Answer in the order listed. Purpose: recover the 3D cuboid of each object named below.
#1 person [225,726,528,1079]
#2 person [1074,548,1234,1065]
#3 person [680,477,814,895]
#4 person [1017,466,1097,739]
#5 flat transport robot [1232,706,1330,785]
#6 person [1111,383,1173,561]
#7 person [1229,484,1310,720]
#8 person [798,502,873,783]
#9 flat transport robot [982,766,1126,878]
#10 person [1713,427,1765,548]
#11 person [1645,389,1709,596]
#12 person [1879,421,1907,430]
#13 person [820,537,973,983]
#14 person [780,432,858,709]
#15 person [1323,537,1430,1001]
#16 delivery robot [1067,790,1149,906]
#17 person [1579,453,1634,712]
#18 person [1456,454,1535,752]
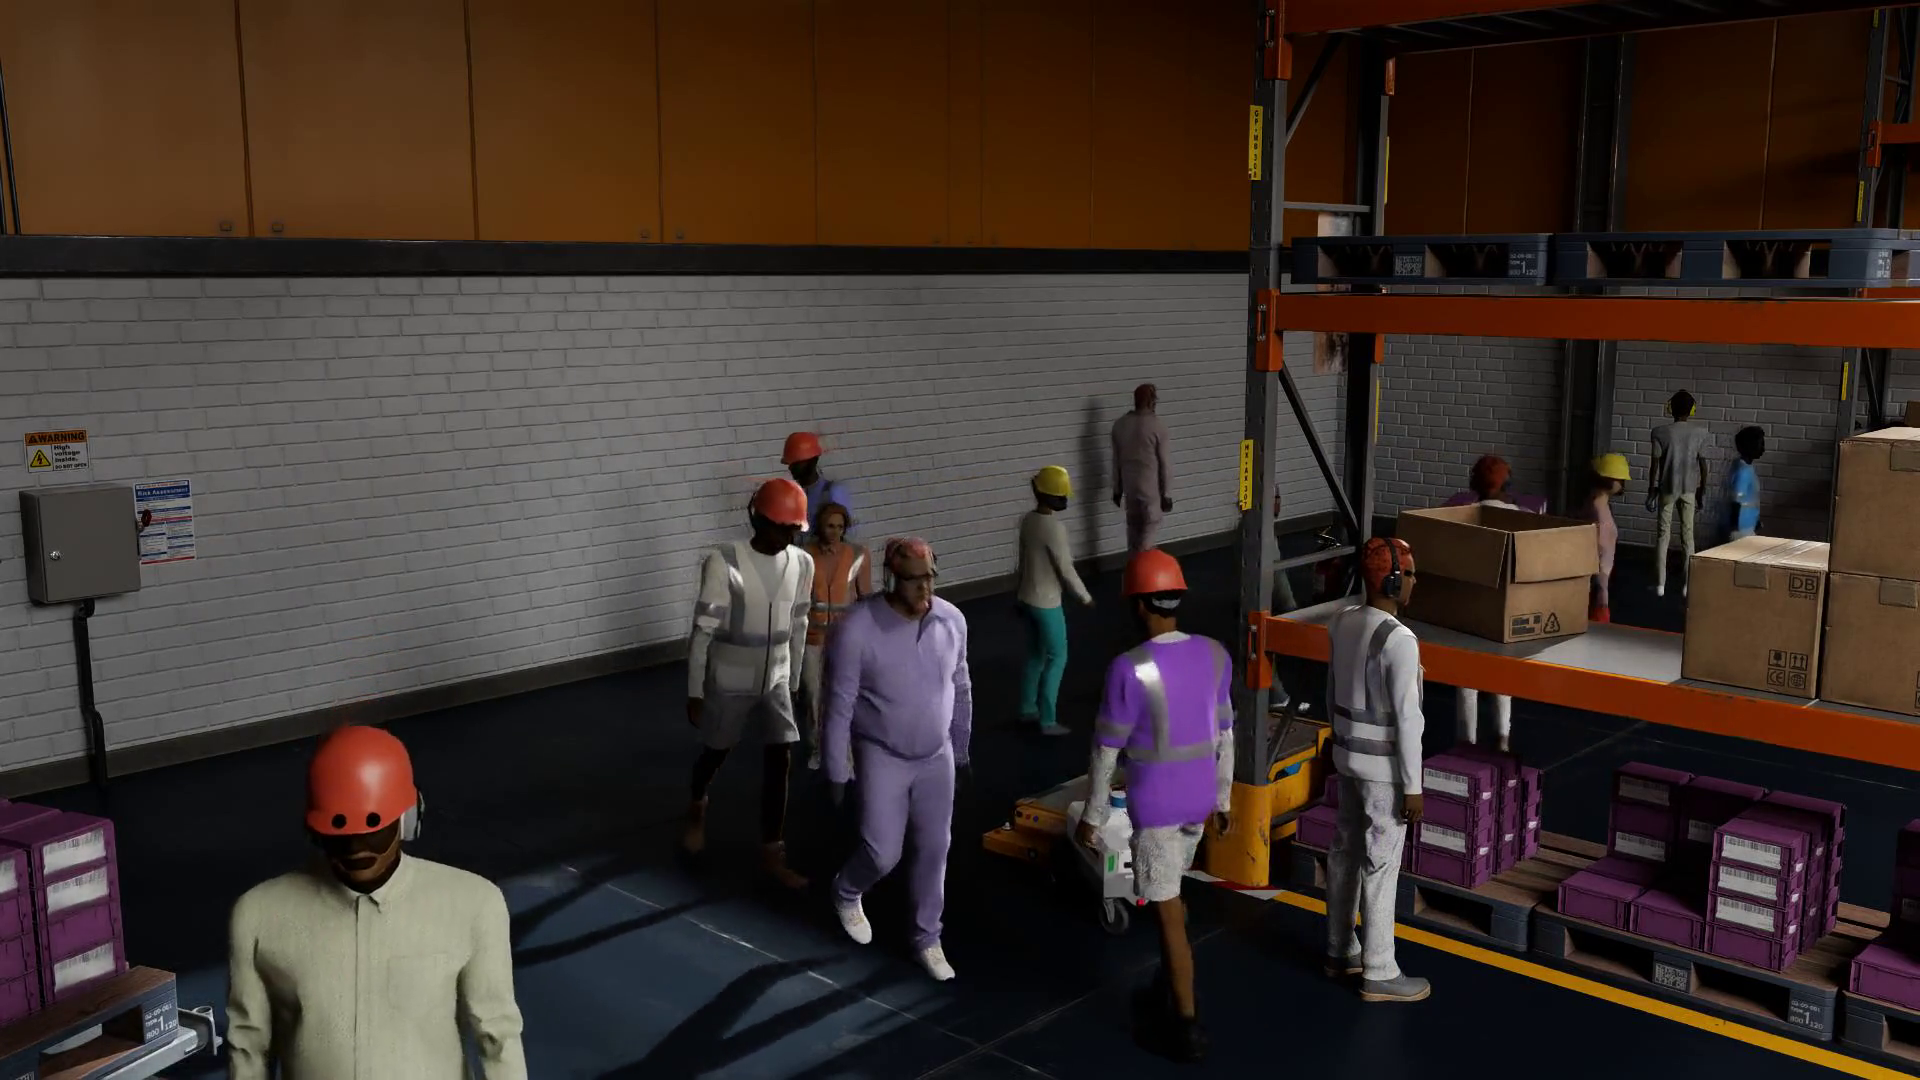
[{"bbox_3d":[-1.271,1.378,3.647,0.652,1.973,0.628,-3,10,-15],"label":"person"},{"bbox_3d":[0.732,0.987,6.276,0.568,1.901,0.668,-7,12,-38],"label":"person"},{"bbox_3d":[-1.084,0.654,8.082,0.733,1.984,0.989,-7,11,-35],"label":"person"},{"bbox_3d":[0.597,0.392,10.454,0.456,1.730,0.551,-3,10,-19],"label":"person"},{"bbox_3d":[1.774,1.242,9.710,0.652,0.197,1.431,8,12,41],"label":"flat transport robot"},{"bbox_3d":[1.696,-0.499,15.521,0.672,1.938,0.499,9,13,43],"label":"person"},{"bbox_3d":[1.984,0.399,10.801,0.676,1.603,0.516,-1,9,-7],"label":"person"},{"bbox_3d":[-0.768,0.596,9.554,0.550,1.611,0.739,-1,9,-4],"label":"person"},{"bbox_3d":[0.824,1.411,8.672,0.652,0.197,1.431,8,12,41],"label":"flat transport robot"},{"bbox_3d":[6.523,-0.112,13.751,0.861,1.645,0.546,4,10,23],"label":"person"},{"bbox_3d":[6.464,-0.419,15.005,0.508,1.872,0.328,2,10,13],"label":"person"},{"bbox_3d":[6.352,0.140,11.432,0.591,1.919,0.390,6,11,31],"label":"person"},{"bbox_3d":[-0.286,0.887,6.960,0.686,1.879,0.597,-6,11,-33],"label":"person"},{"bbox_3d":[-0.947,0.181,11.371,0.579,1.878,1.019,9,13,44],"label":"person"},{"bbox_3d":[1.693,0.921,6.749,0.355,1.883,0.574,-3,10,-19],"label":"person"},{"bbox_3d":[0.734,1.393,7.625,0.477,0.478,0.707,-2,9,-12],"label":"delivery robot"},{"bbox_3d":[4.166,0.285,11.062,0.514,1.746,0.523,3,10,19],"label":"person"},{"bbox_3d":[3.110,0.425,9.863,0.620,1.859,0.397,0,9,2],"label":"person"}]
